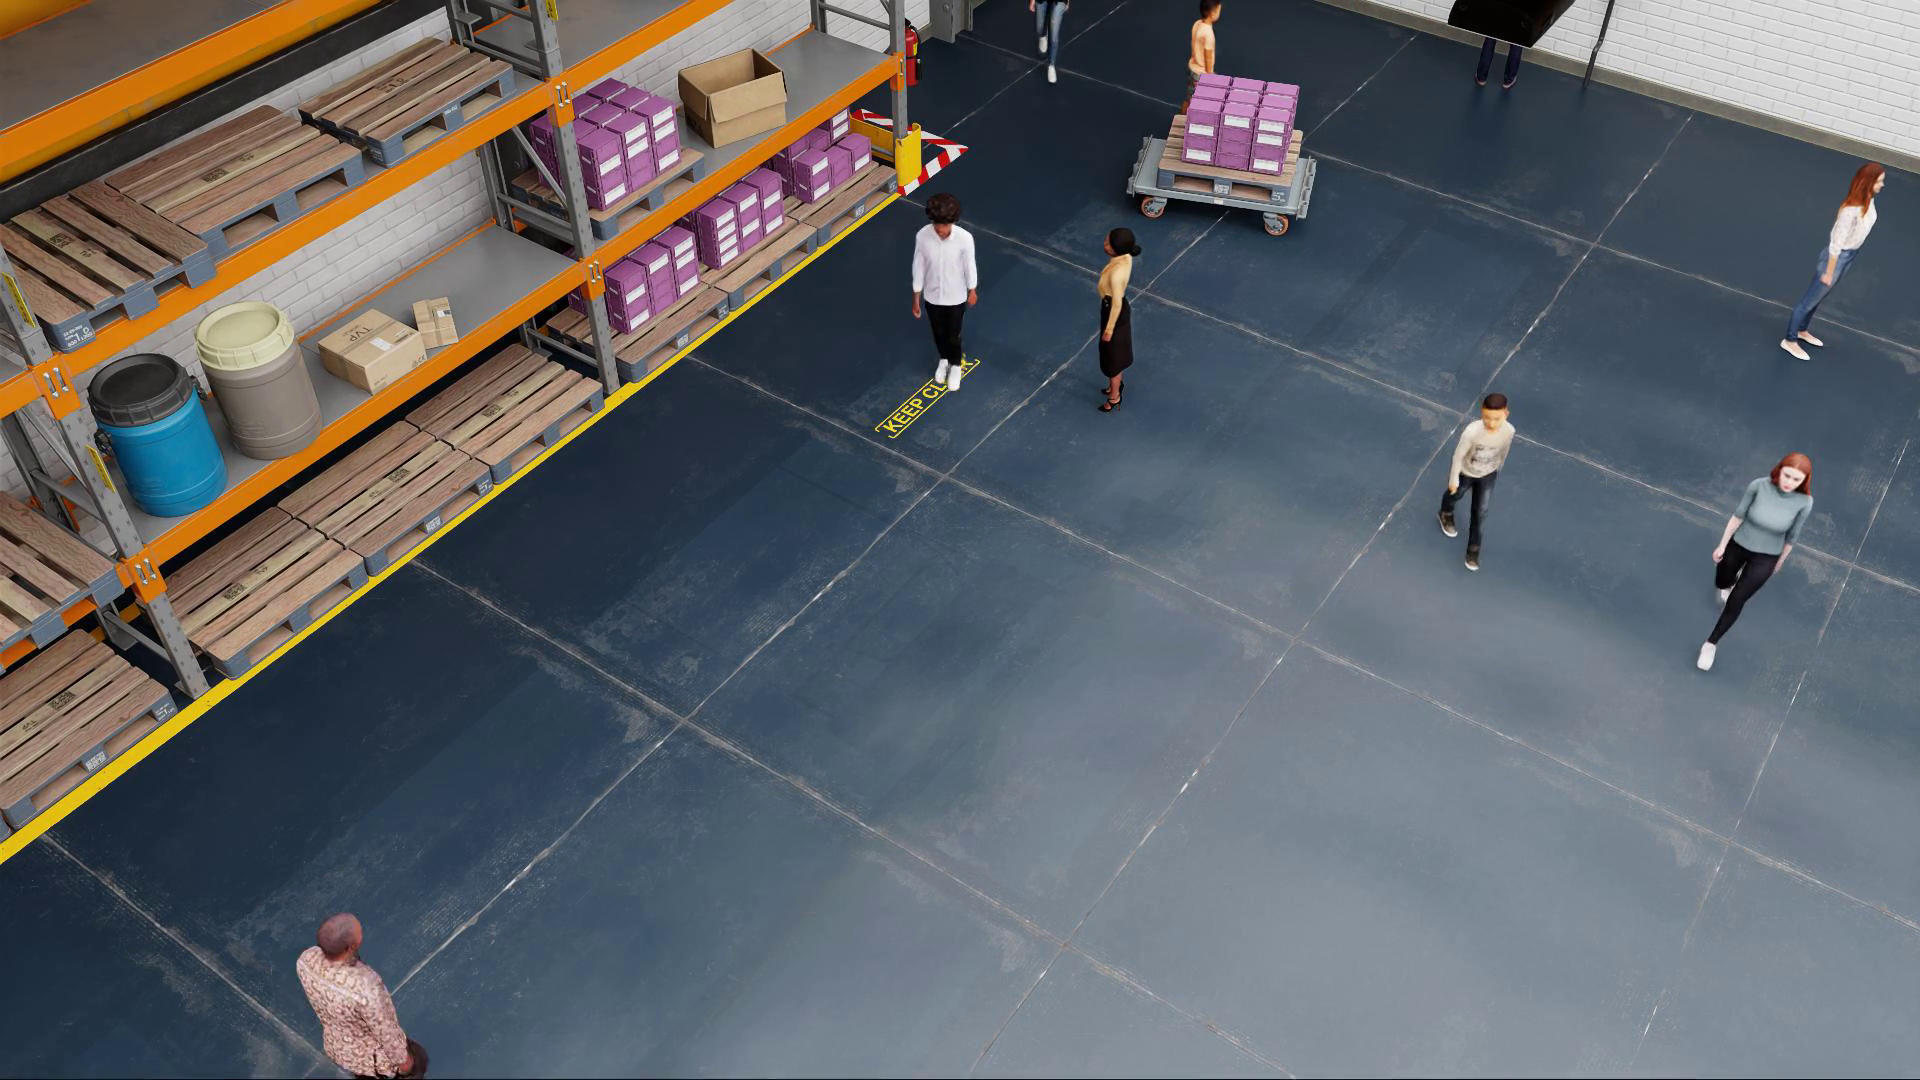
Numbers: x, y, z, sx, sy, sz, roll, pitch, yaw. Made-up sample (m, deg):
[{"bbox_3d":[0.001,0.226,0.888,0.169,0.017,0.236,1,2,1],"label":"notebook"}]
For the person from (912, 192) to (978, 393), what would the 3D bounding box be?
[{"bbox_3d":[-0.106,-2.036,13.171,0.727,1.786,0.756,12,45,12],"label":"person"}]

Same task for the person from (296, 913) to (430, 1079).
[{"bbox_3d":[-3.032,2.568,8.344,0.752,1.778,0.750,19,47,19],"label":"person"}]

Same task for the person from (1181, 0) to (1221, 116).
[{"bbox_3d":[2.303,-4.521,16.020,0.644,1.454,0.594,-10,45,-11],"label":"person"}]

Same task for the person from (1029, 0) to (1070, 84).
[{"bbox_3d":[0.914,-5.566,16.993,0.850,1.626,1.037,3,44,3],"label":"person"}]

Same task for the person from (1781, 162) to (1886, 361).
[{"bbox_3d":[7.090,-2.285,13.474,0.513,1.728,0.676,-32,52,-29],"label":"person"}]

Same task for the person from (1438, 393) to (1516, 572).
[{"bbox_3d":[3.668,-0.545,11.857,0.870,1.440,0.997,-4,44,-4],"label":"person"}]

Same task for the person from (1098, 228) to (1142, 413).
[{"bbox_3d":[1.201,-1.711,12.926,0.716,1.654,0.597,9,44,10],"label":"person"}]

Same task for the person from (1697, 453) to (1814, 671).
[{"bbox_3d":[5.255,0.051,11.027,0.592,1.721,1.038,26,49,25],"label":"person"}]
